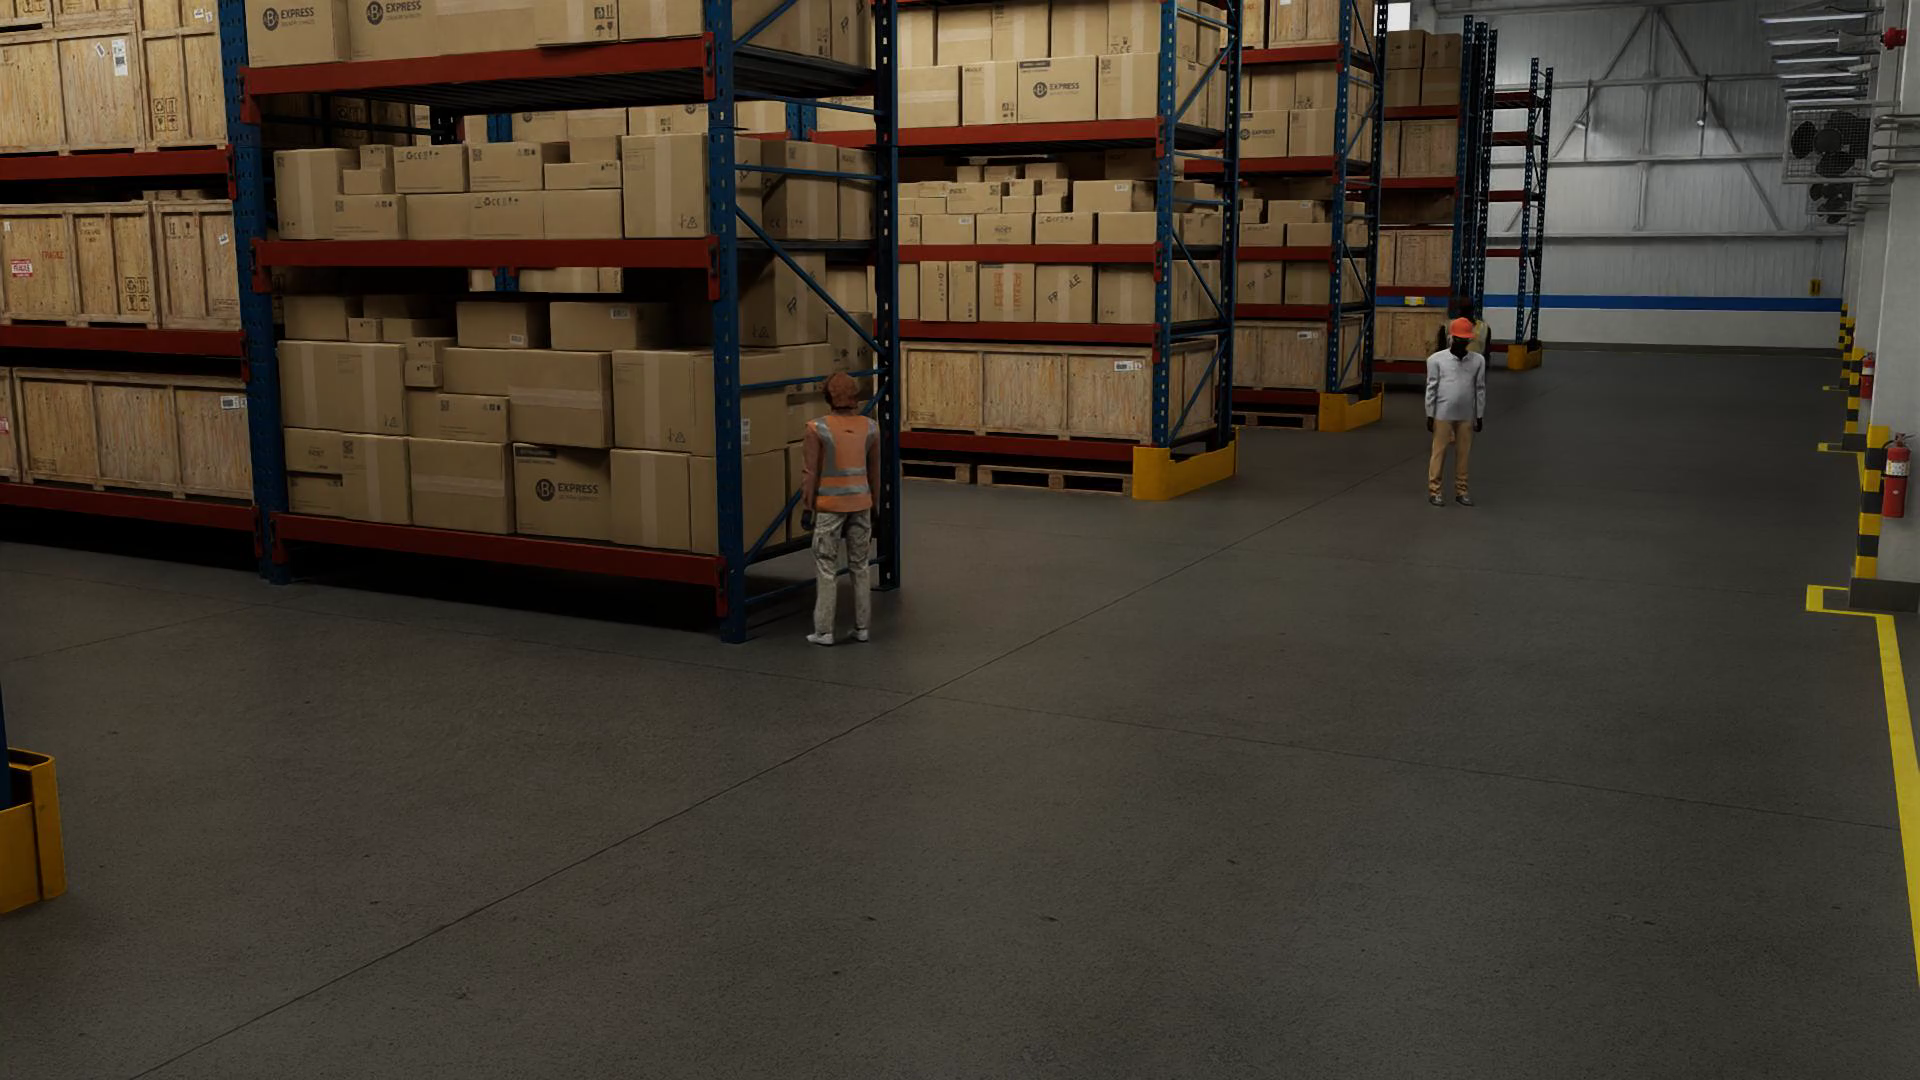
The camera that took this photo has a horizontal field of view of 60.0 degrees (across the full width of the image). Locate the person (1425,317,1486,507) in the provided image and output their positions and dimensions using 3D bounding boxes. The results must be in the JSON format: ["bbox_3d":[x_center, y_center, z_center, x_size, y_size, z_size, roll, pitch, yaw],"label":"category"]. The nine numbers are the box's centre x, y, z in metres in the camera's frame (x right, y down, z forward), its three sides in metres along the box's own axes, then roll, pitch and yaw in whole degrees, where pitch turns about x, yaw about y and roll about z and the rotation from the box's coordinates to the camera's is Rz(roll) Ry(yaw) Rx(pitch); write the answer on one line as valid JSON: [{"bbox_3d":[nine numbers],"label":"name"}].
[{"bbox_3d":[4.562,-1.173,15.317,0.564,1.745,0.349,-1,10,-3],"label":"person"}]

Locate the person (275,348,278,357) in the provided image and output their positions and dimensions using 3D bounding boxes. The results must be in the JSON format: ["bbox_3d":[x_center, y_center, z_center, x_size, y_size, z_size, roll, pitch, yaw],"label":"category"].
[{"bbox_3d":[-7.971,-1.979,19.476,0.390,1.930,0.541,-2,10,-14],"label":"person"}]

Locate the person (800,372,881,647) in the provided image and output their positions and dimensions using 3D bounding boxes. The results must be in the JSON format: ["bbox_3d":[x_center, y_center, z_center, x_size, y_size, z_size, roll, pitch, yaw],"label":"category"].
[{"bbox_3d":[-0.699,-0.179,9.901,0.527,1.629,0.314,-6,11,-31],"label":"person"}]

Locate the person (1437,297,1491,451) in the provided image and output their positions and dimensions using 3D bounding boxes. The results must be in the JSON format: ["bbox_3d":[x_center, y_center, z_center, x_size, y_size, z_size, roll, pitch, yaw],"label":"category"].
[{"bbox_3d":[6.010,-1.998,19.914,0.634,1.816,0.812,2,10,10],"label":"person"}]
